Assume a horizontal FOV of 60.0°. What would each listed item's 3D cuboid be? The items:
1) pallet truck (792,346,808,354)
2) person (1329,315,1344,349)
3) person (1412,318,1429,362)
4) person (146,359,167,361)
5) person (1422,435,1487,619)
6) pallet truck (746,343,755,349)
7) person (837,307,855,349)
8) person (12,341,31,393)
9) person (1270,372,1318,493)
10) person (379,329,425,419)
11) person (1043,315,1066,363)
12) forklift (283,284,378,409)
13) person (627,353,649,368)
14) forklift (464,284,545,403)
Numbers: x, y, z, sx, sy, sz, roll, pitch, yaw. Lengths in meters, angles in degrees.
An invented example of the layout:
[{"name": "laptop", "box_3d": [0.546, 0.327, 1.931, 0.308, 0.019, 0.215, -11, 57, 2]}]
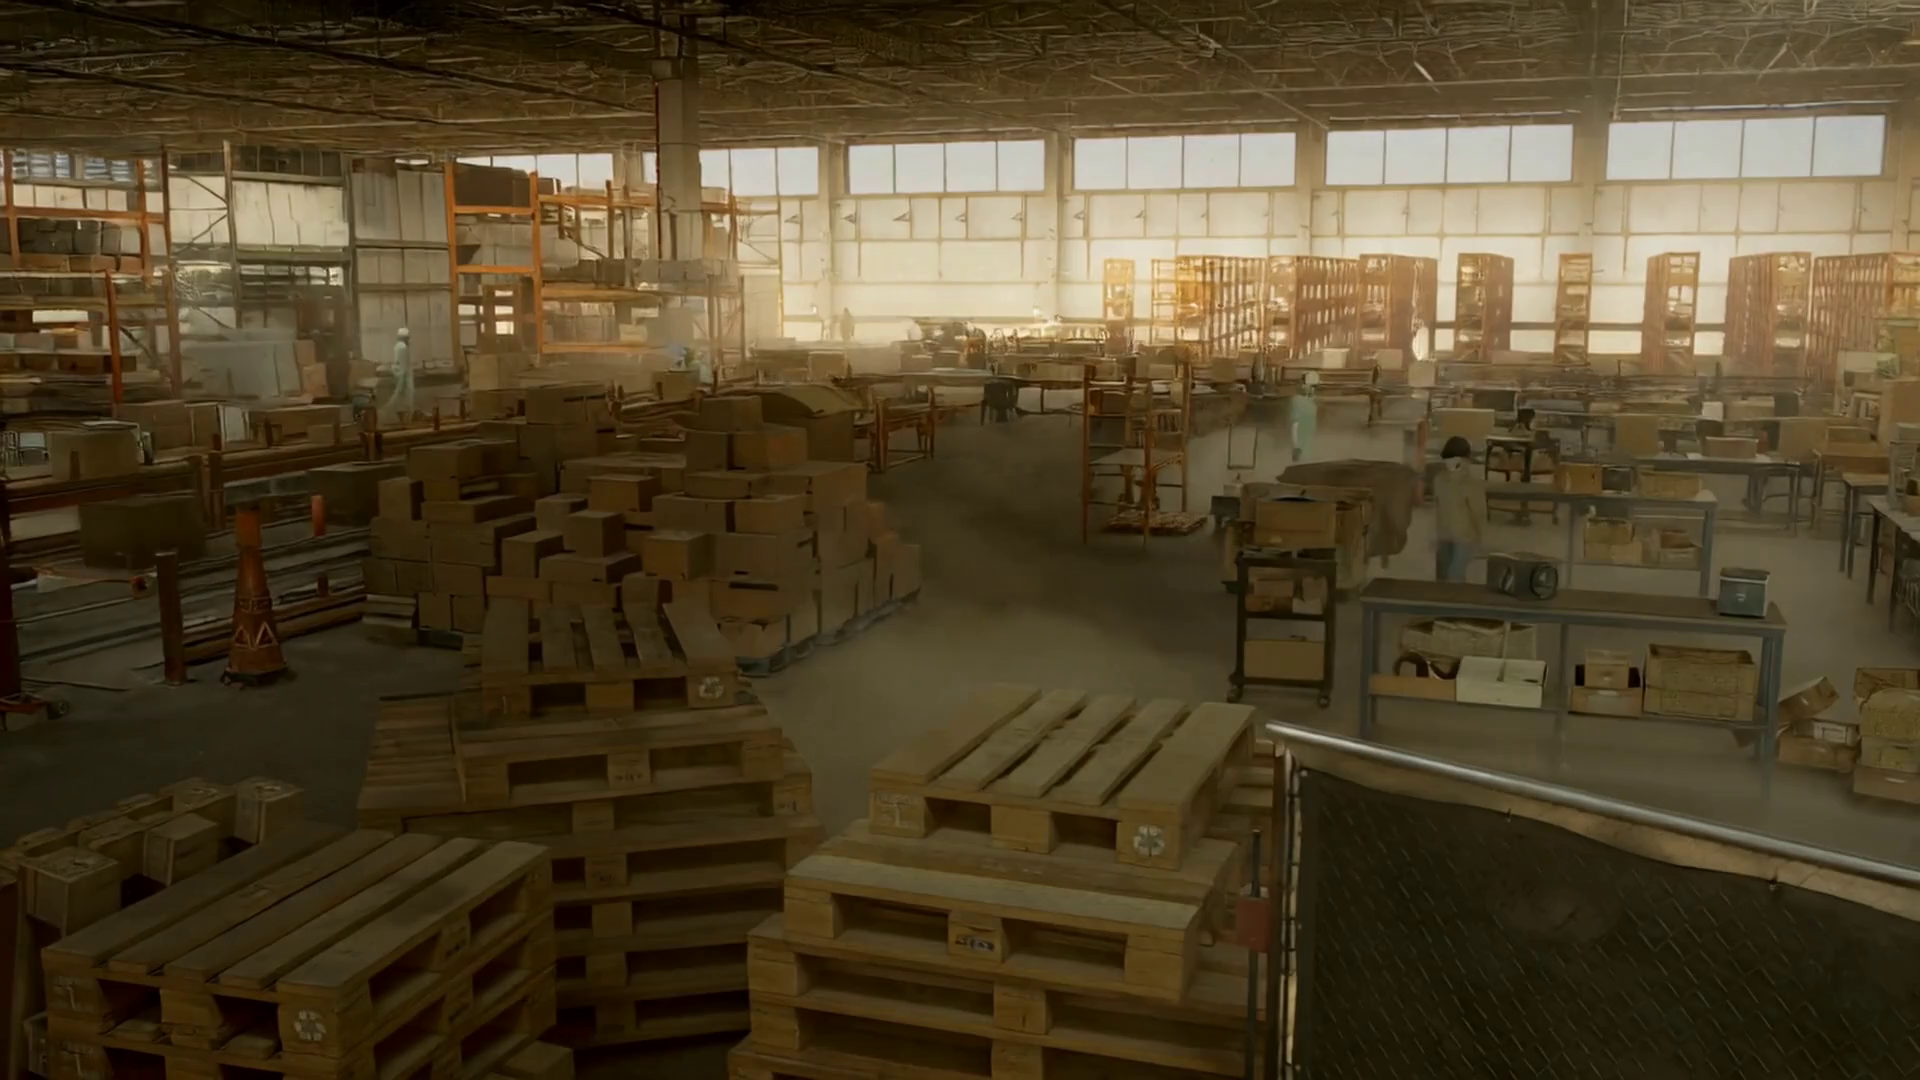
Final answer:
[{"name": "pallet truck", "box_3d": [-3.705, -4.298, 42.022, 0.653, 1.274, 1.630, 3, 10, 20]}, {"name": "person", "box_3d": [11.637, -6.099, 51.784, 0.972, 1.791, 0.598, 0, 9, 1]}, {"name": "person", "box_3d": [12.044, -4.841, 43.537, 0.399, 1.908, 0.643, 4, 10, 22]}, {"name": "person", "box_3d": [-28.649, -7.255, 58.983, 0.621, 1.818, 0.831, 5, 11, 31]}, {"name": "person", "box_3d": [4.137, -0.004, 13.682, 0.724, 1.740, 0.523, -4, 10, -26]}, {"name": "pallet truck", "box_3d": [-6.183, -4.618, 44.264, 1.601, 1.201, 0.680, -9, 12, -43]}, {"name": "person", "box_3d": [-4.226, -7.701, 61.655, 0.658, 1.863, 0.999, -3, 10, -20]}, {"name": "person", "box_3d": [-19.634, -3.341, 34.785, 0.362, 1.684, 0.558, -2, 9, -15]}, {"name": "person", "box_3d": [4.245, -1.191, 20.850, 0.876, 1.842, 0.528, 7, 11, 36]}, {"name": "person", "box_3d": [-11.779, -3.481, 34.970, 0.853, 1.924, 0.608, -7, 11, -36]}, {"name": "person", "box_3d": [3.200, -6.650, 55.526, 0.906, 1.702, 0.567, -3, 9, -17]}, {"name": "forklift", "box_3d": [-14.075, -4.307, 37.130, 1.129, 2.768, 1.873, 3, 10, 20]}, {"name": "person", "box_3d": [-9.828, -5.918, 50.729, 0.981, 1.766, 0.588, 6, 11, 33]}, {"name": "forklift", "box_3d": [-10.832, -4.702, 39.610, 1.129, 2.768, 1.873, 3, 10, 20]}]
